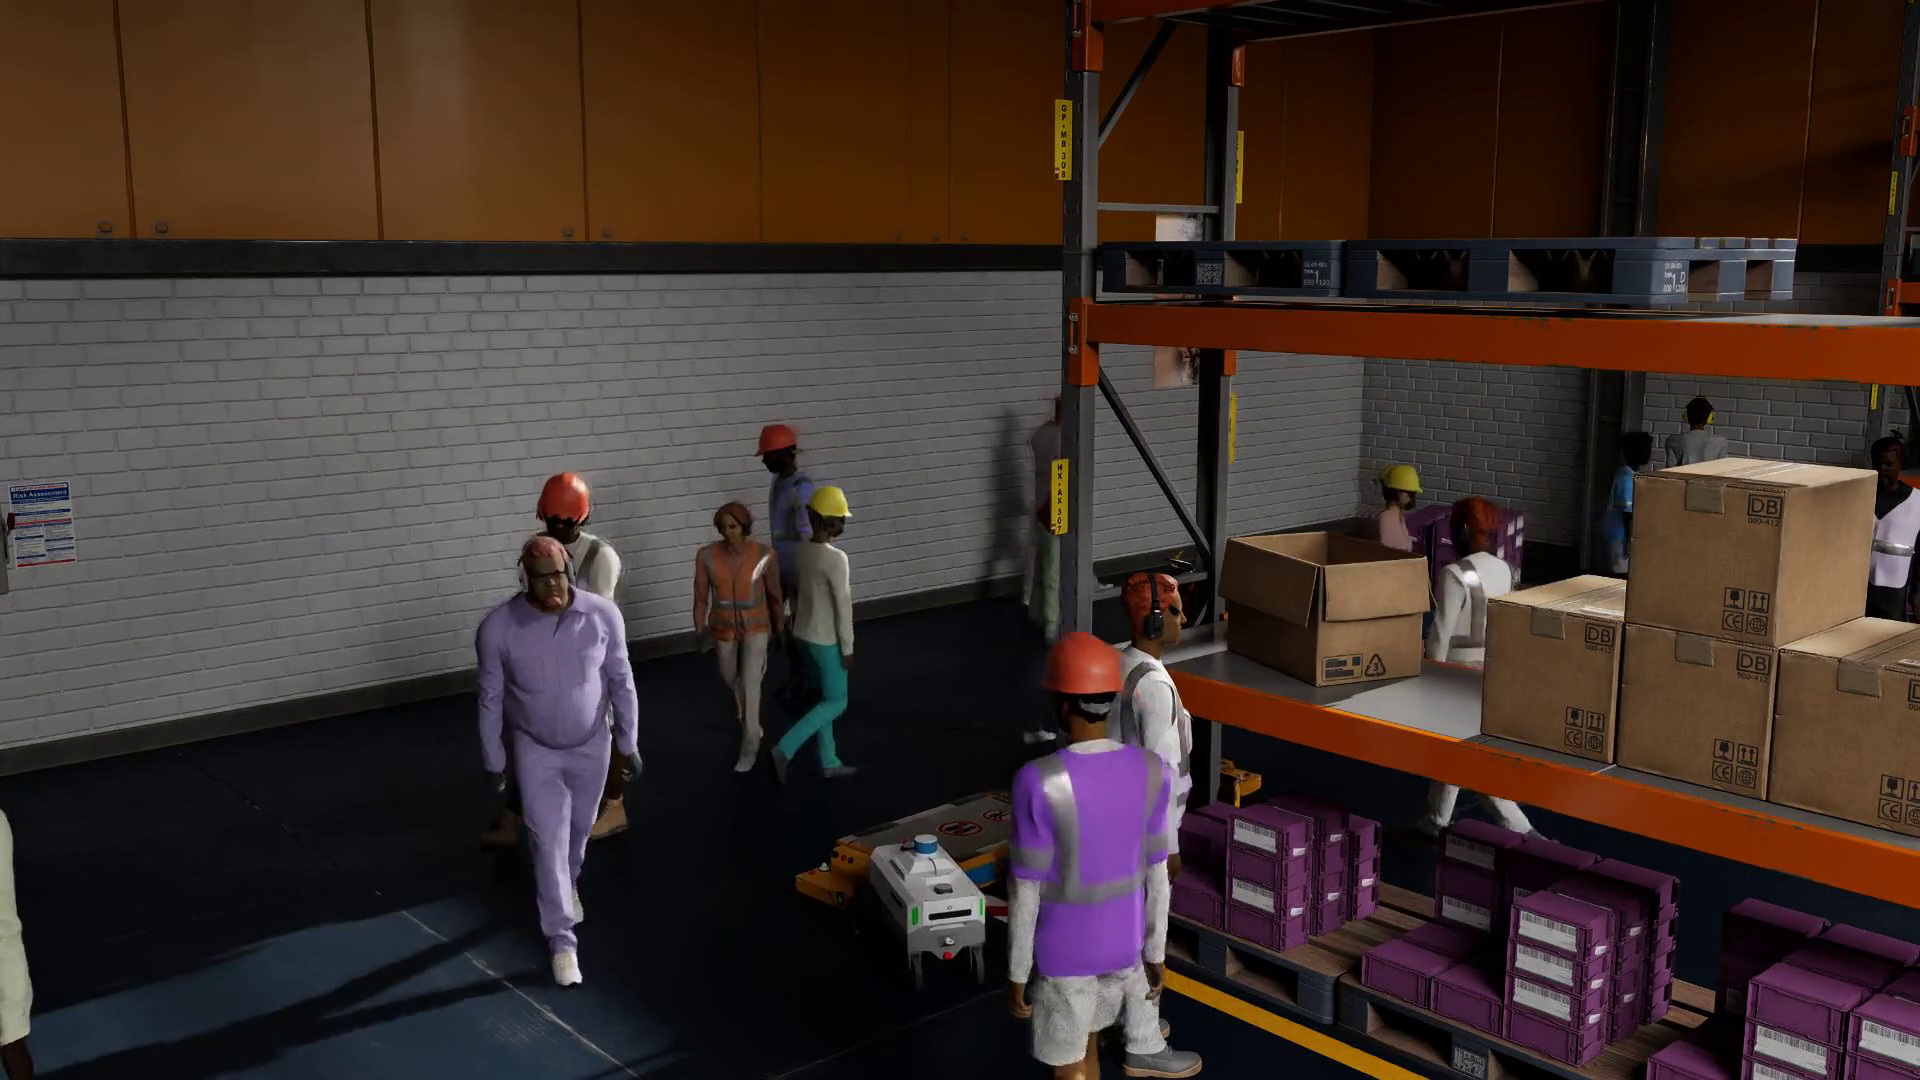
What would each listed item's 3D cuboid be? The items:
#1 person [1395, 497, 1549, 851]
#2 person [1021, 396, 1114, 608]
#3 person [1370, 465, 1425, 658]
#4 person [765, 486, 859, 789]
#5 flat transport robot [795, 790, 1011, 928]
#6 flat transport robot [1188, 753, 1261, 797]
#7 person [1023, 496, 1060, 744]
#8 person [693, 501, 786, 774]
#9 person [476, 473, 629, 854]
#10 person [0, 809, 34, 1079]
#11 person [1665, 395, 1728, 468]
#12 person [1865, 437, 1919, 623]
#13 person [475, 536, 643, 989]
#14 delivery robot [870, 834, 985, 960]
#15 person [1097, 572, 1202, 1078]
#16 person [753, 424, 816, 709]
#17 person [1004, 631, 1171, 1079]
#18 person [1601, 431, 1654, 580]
[{"bbox_3d":[2.589,0.723,8.236,0.622,1.864,0.855,-9,13,-44],"label":"person"},{"bbox_3d":[0.901,-0.340,14.409,0.981,1.853,0.652,-9,13,-42],"label":"person"},{"bbox_3d":[2.708,0.361,10.737,0.915,1.716,0.520,7,12,34],"label":"person"},{"bbox_3d":[-0.848,0.571,9.437,0.652,1.744,0.522,-7,12,-36],"label":"person"},{"bbox_3d":[-0.049,1.524,8.132,0.652,0.197,1.431,10,14,44],"label":"flat transport robot"},{"bbox_3d":[0.968,1.358,9.104,0.652,0.197,1.431,10,14,44],"label":"flat transport robot"},{"bbox_3d":[0.655,0.494,10.216,0.550,1.616,0.557,0,10,-2],"label":"person"},{"bbox_3d":[-1.320,0.534,10.056,0.547,1.599,0.768,1,10,6],"label":"person"},{"bbox_3d":[-2.002,0.637,8.354,0.635,1.971,0.921,6,11,29],"label":"person"},{"bbox_3d":[-2.800,1.296,4.495,0.615,1.972,0.735,-2,10,-13],"label":"person"},{"bbox_3d":[6.167,-0.278,14.004,0.519,1.874,0.326,3,10,19],"label":"person"},{"bbox_3d":[5.754,0.305,10.451,0.593,1.920,0.391,7,12,36],"label":"person"},{"bbox_3d":[-1.754,0.885,7.249,0.650,1.863,0.952,-5,11,-28],"label":"person"},{"bbox_3d":[-0.145,1.506,7.119,0.477,0.478,0.707,-3,10,-17],"label":"delivery robot"},{"bbox_3d":[0.691,1.049,6.203,0.356,1.883,0.572,-2,10,-13],"label":"person"},{"bbox_3d":[-1.160,0.181,11.221,0.432,1.913,0.610,-6,11,-32],"label":"person"},{"bbox_3d":[0.429,1.240,5.026,0.555,1.908,0.784,-6,11,-31],"label":"person"},{"bbox_3d":[5.243,-0.027,13.079,0.372,1.679,0.535,4,11,24],"label":"person"}]
